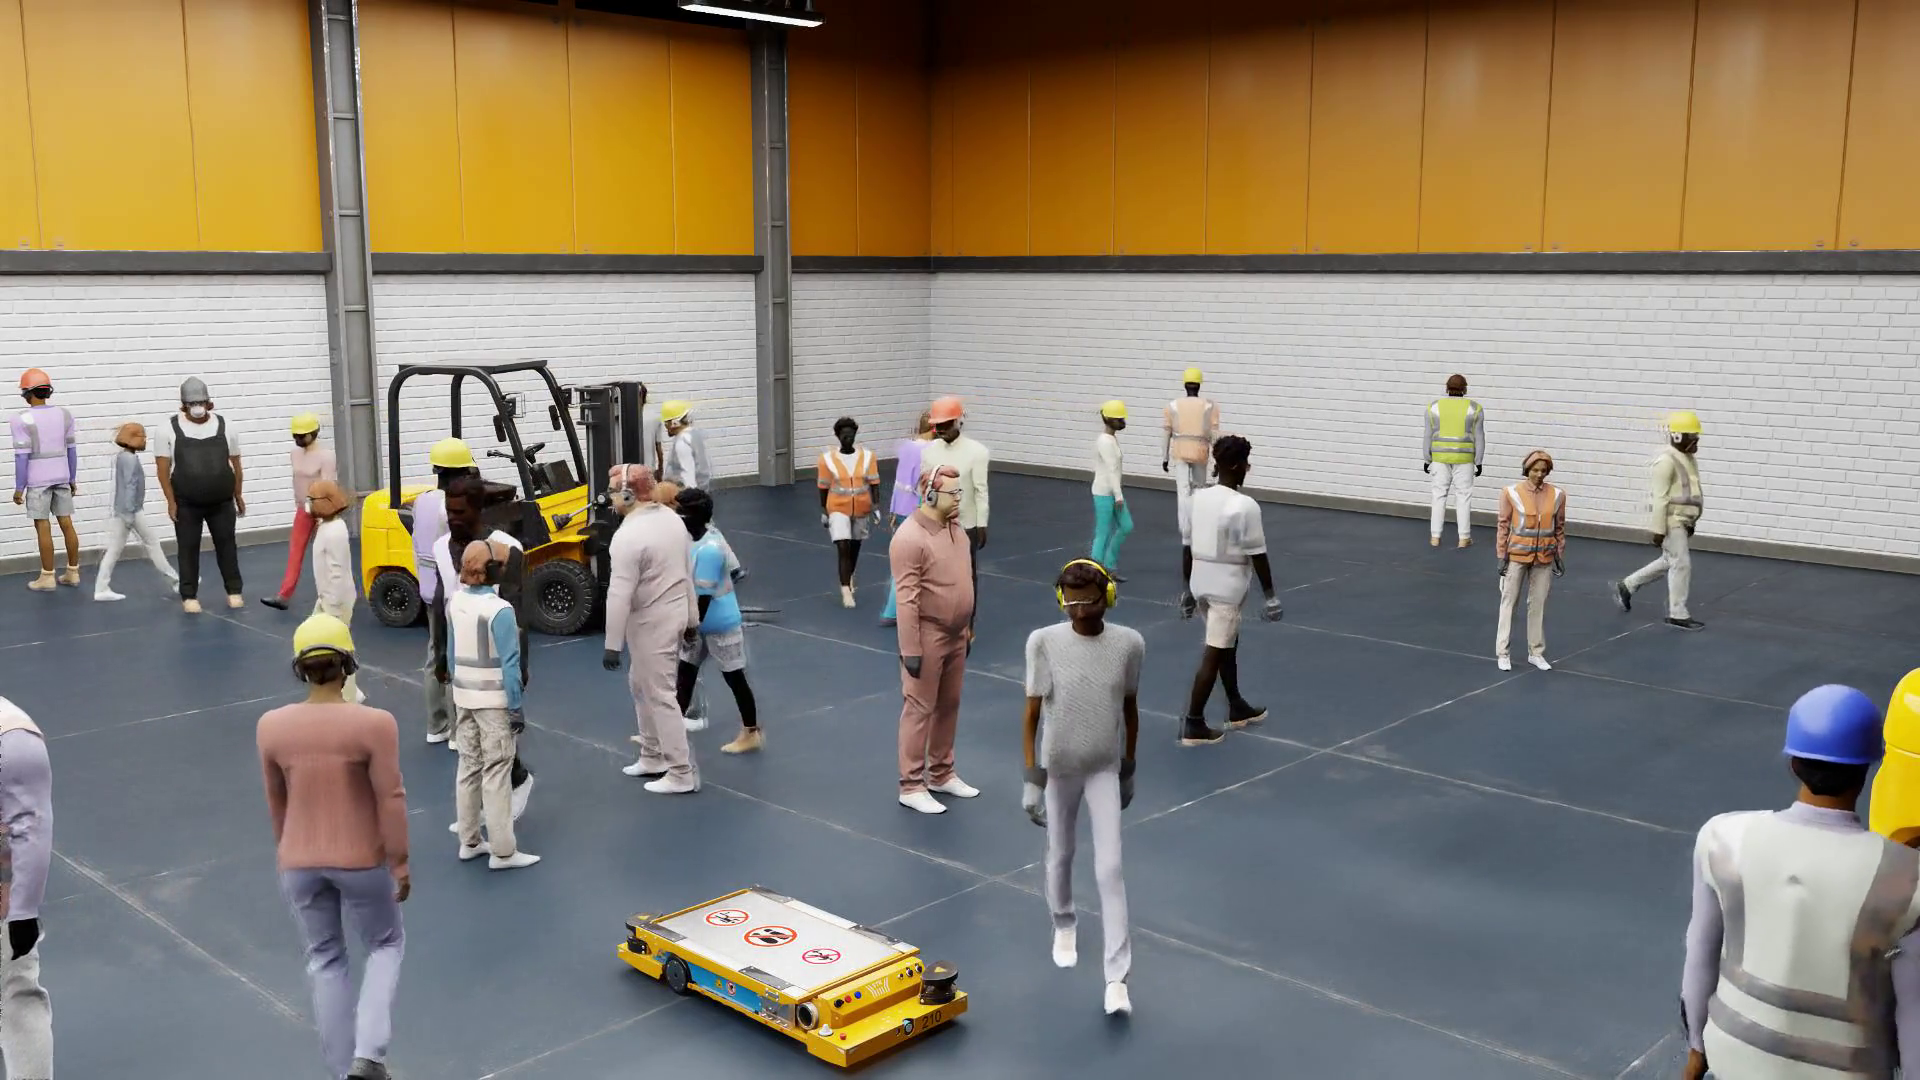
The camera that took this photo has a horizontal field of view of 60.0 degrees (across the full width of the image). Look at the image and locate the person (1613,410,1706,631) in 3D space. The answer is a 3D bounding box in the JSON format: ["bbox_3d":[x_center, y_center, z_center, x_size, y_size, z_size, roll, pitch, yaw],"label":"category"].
[{"bbox_3d":[5.809,-0.179,13.723,0.732,1.811,0.600,7,12,37],"label":"person"}]

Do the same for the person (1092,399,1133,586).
[{"bbox_3d":[1.421,-0.428,15.430,0.459,1.749,0.530,3,10,16],"label":"person"}]

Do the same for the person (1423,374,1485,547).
[{"bbox_3d":[5.252,-0.844,17.702,0.634,1.840,0.429,4,10,23],"label":"person"}]

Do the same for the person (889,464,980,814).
[{"bbox_3d":[-0.117,0.532,9.092,0.401,1.902,0.650,5,11,30],"label":"person"}]

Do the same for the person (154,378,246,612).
[{"bbox_3d":[-6.532,-0.399,14.357,0.698,2.000,0.536,-6,11,-31],"label":"person"}]

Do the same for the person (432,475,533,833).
[{"bbox_3d":[-2.519,0.596,8.684,0.623,1.899,0.454,6,11,31],"label":"person"}]

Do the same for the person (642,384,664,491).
[{"bbox_3d":[-3.183,-0.659,16.545,0.546,1.850,0.764,-7,12,-38],"label":"person"}]

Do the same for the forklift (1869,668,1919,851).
[{"bbox_3d":[5.205,0.723,7.013,2.313,2.155,1.214,9,13,43],"label":"forklift"}]

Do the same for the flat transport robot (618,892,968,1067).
[{"bbox_3d":[-0.708,1.722,6.767,1.431,0.197,0.652,9,13,43],"label":"flat transport robot"}]

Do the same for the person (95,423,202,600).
[{"bbox_3d":[-7.362,-0.260,14.896,0.878,1.571,0.509,-7,12,-37],"label":"person"}]

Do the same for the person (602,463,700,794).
[{"bbox_3d":[-1.798,0.502,9.359,0.716,1.875,0.661,2,10,15],"label":"person"}]

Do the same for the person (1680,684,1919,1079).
[{"bbox_3d":[2.073,1.324,4.123,0.617,1.933,0.634,9,13,42],"label":"person"}]

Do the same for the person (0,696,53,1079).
[{"bbox_3d":[-3.222,1.163,5.395,0.623,1.844,0.430,4,10,22],"label":"person"}]

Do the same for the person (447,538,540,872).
[{"bbox_3d":[-2.327,0.808,8.191,0.523,1.636,0.310,8,12,39],"label":"person"}]

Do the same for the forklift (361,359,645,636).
[{"bbox_3d":[-3.850,-0.407,13.936,2.313,2.155,1.214,2,9,11],"label":"forklift"}]

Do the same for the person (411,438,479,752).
[{"bbox_3d":[-3.114,0.332,10.227,0.594,1.924,0.382,9,13,43],"label":"person"}]

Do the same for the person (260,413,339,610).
[{"bbox_3d":[-5.624,-0.241,14.381,0.536,1.702,0.937,4,10,25],"label":"person"}]

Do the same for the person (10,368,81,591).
[{"bbox_3d":[-8.413,-0.551,15.281,0.378,2.045,0.605,5,10,26],"label":"person"}]

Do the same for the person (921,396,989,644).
[{"bbox_3d":[-0.043,-0.132,12.952,0.633,1.970,0.499,4,10,21],"label":"person"}]

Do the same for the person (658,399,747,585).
[{"bbox_3d":[-2.439,-0.417,15.281,0.918,1.783,0.622,0,9,3],"label":"person"}]

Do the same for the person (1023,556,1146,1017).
[{"bbox_3d":[0.502,0.958,6.746,0.492,1.811,0.944,0,9,2],"label":"person"}]

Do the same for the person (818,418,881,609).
[{"bbox_3d":[-0.987,-0.260,14.757,0.538,1.666,0.871,-3,10,-18],"label":"person"}]

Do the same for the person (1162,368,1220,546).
[{"bbox_3d":[2.491,-0.915,17.985,0.617,1.880,0.945,1,9,8],"label":"person"}]

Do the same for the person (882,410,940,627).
[{"bbox_3d":[-0.272,-0.182,13.789,0.923,1.783,0.582,-5,11,-30],"label":"person"}]

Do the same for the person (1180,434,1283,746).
[{"bbox_3d":[1.736,0.306,10.392,0.913,1.926,0.622,-5,10,-28],"label":"person"}]

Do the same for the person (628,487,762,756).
[{"bbox_3d":[-1.584,0.508,9.933,0.845,1.653,0.545,-4,10,-25],"label":"person"}]

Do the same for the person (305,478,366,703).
[{"bbox_3d":[-4.059,0.405,10.686,0.341,1.620,0.525,-5,10,-27],"label":"person"}]

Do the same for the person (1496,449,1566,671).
[{"bbox_3d":[4.190,0.149,12.230,0.514,1.638,0.310,-1,9,-4],"label":"person"}]

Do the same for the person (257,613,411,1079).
[{"bbox_3d":[-2.199,1.133,5.875,0.536,1.743,0.475,0,9,0],"label":"person"}]

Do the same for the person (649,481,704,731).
[{"bbox_3d":[-1.813,0.428,10.570,0.369,1.616,0.515,-3,10,-16],"label":"person"}]
